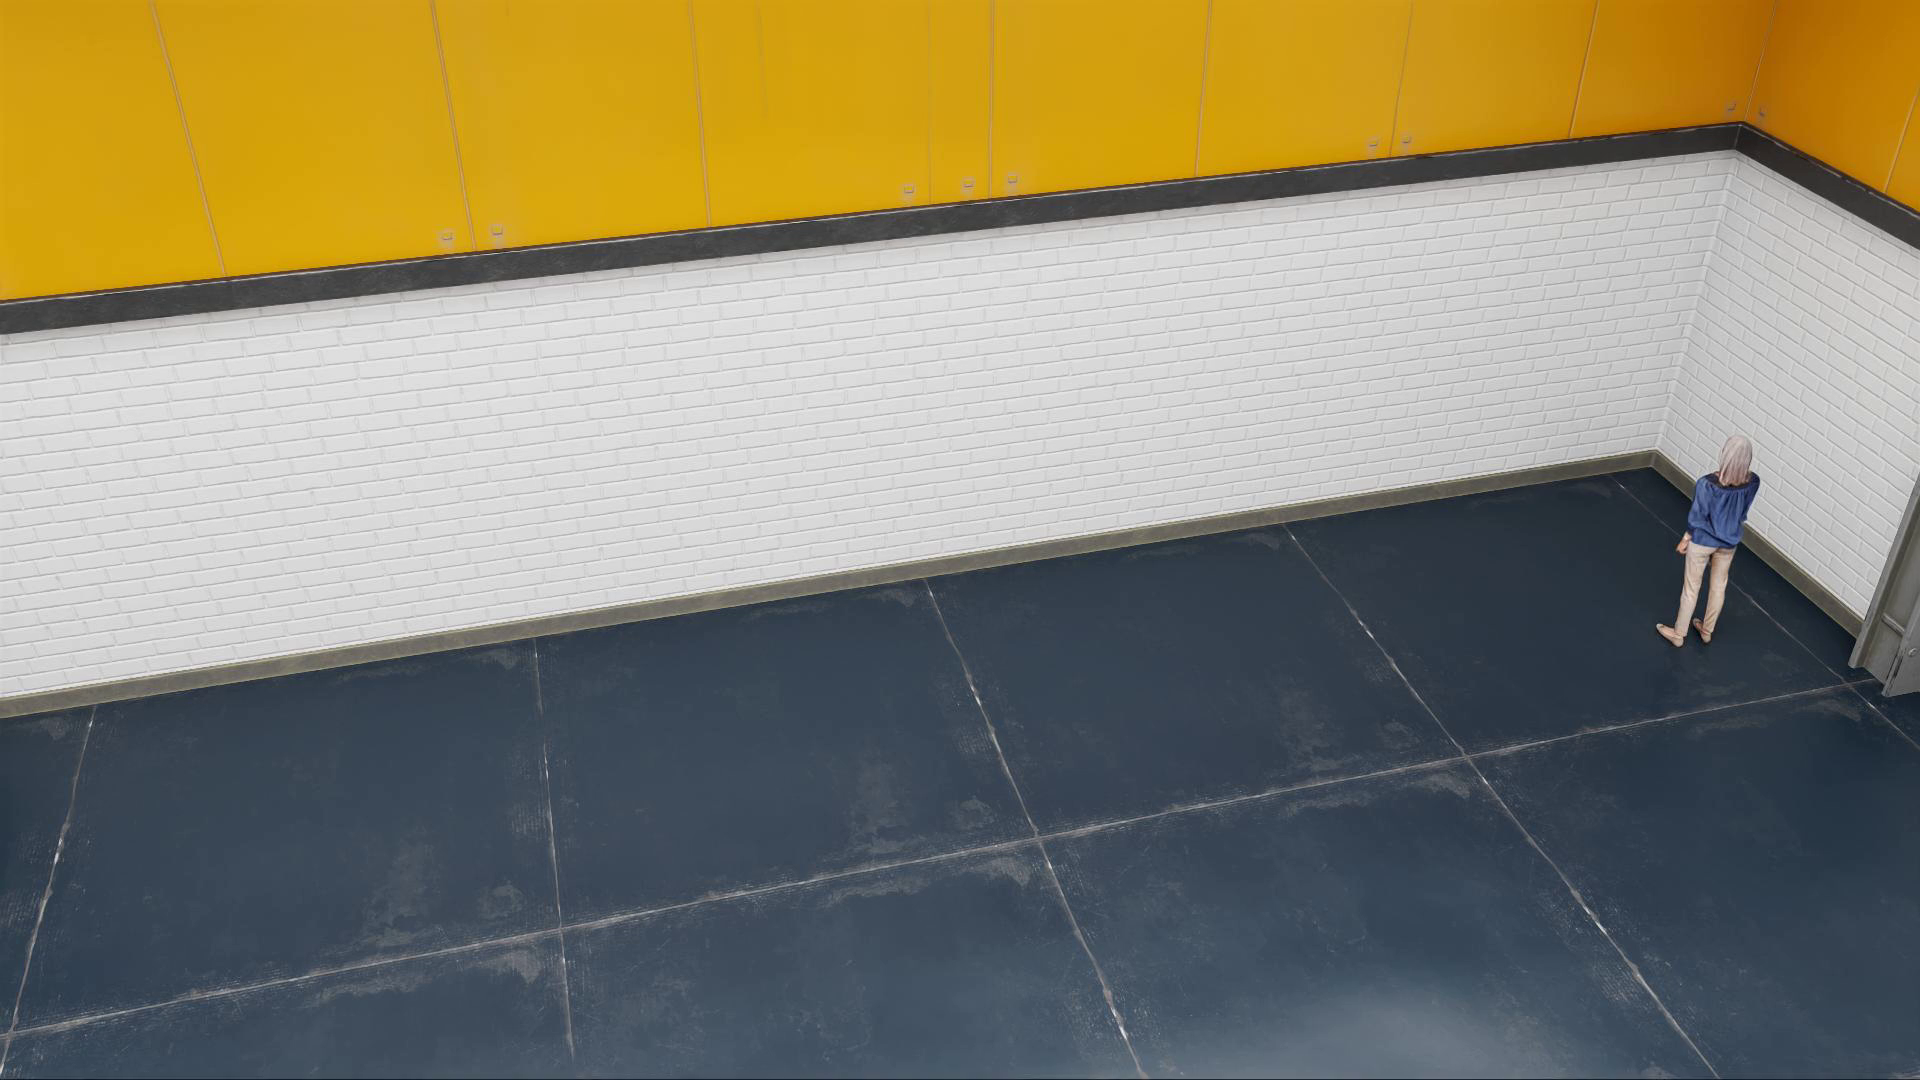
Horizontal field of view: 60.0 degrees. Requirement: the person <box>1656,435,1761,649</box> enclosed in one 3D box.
[{"bbox_3d":[5.327,0.011,11.764,0.629,1.697,0.587,-5,34,-8],"label":"person"}]
